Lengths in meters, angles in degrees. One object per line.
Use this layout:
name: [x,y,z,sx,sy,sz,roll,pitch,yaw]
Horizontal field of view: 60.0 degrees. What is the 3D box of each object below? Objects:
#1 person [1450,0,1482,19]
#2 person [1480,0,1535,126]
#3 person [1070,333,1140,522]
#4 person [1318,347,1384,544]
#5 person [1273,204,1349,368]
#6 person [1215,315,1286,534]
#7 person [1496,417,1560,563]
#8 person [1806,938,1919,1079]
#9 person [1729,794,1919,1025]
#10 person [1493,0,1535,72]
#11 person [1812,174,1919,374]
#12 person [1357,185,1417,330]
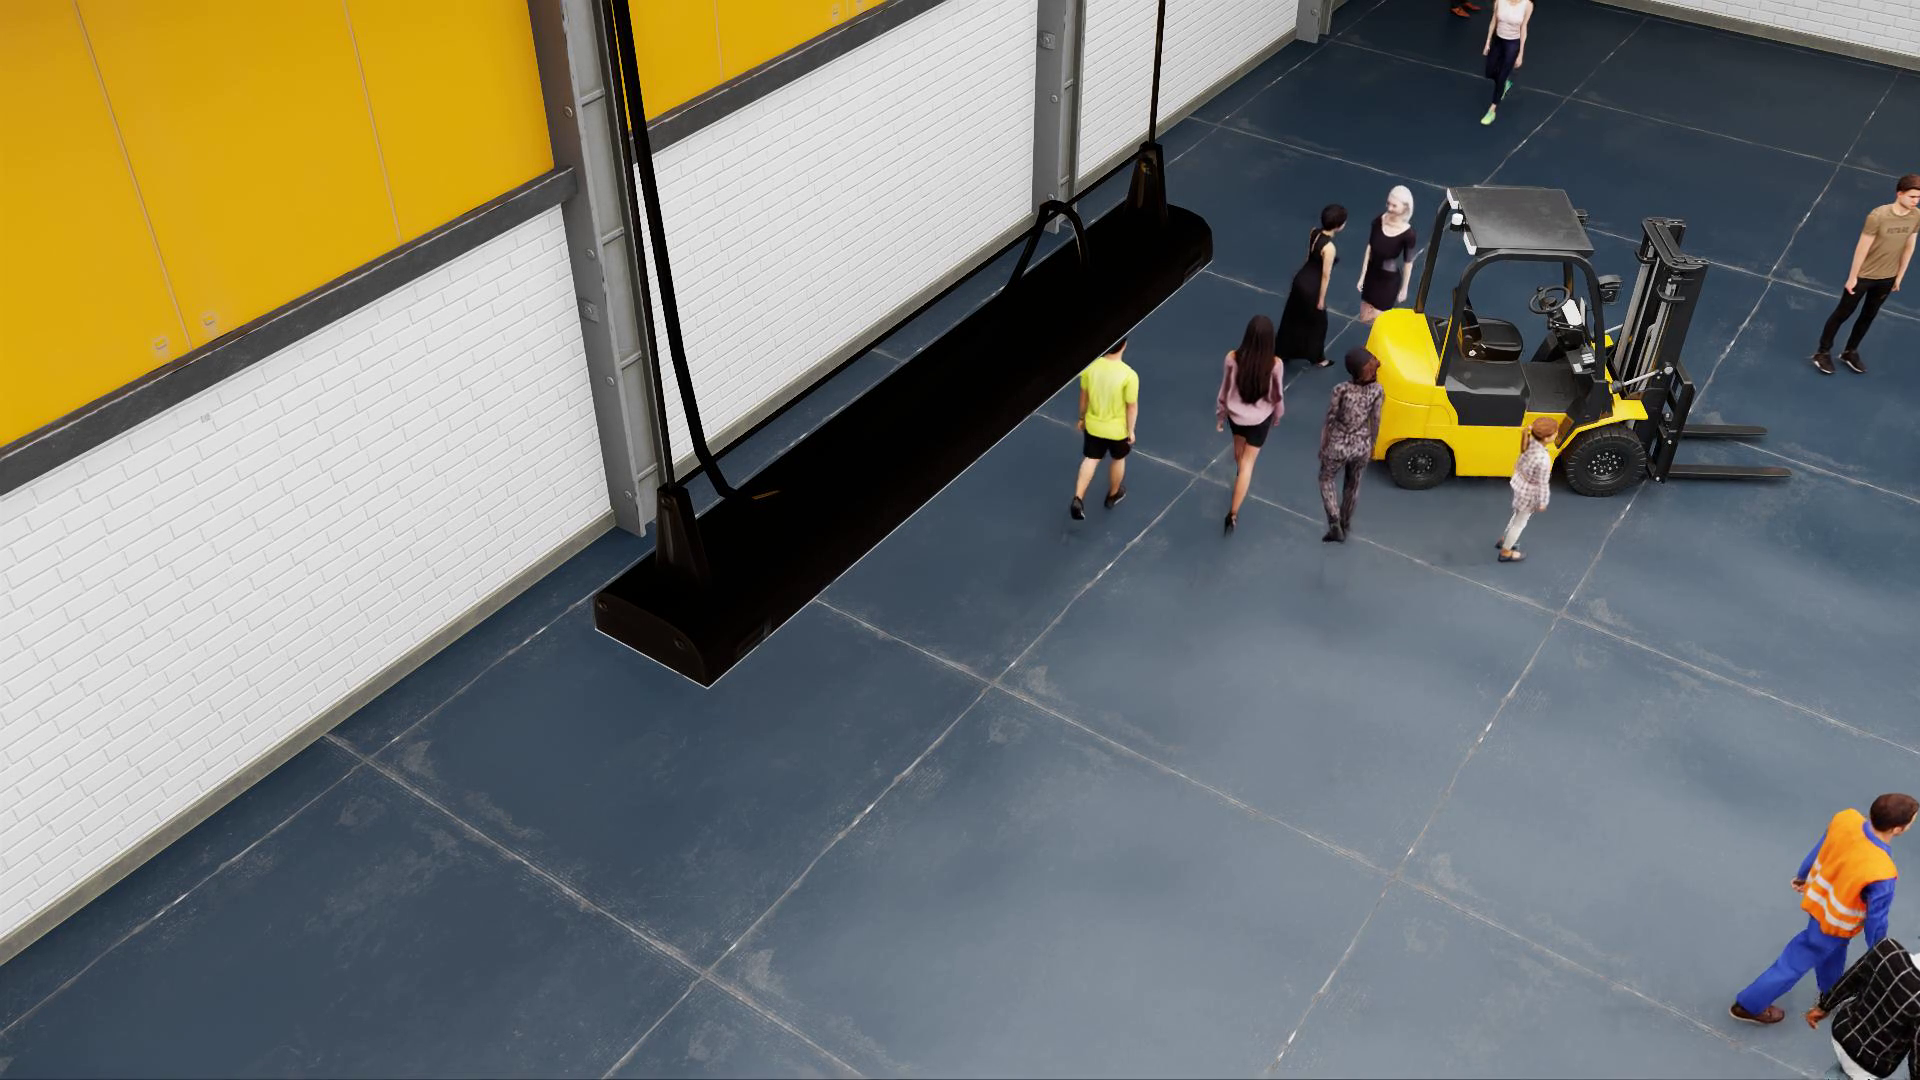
person: [6.468,-7.523,20.877,0.718,1.791,0.531,29,47,31]
person: [6.088,-5.469,18.390,0.695,1.685,0.890,30,47,32]
person: [1.095,-0.852,12.605,0.713,1.688,0.977,17,42,21]
person: [2.878,-0.637,12.318,0.792,1.712,0.853,-1,39,-1]
person: [2.963,-2.151,14.324,0.874,1.575,0.793,-14,41,-16]
person: [2.155,-0.821,12.500,0.839,1.771,1.139,13,40,15]
person: [4.132,-0.364,12.306,0.687,1.300,0.624,-5,39,-7]
person: [4.409,2.542,8.286,1.222,1.776,1.217,-4,39,-5]
person: [4.575,2.012,8.903,1.132,1.833,1.131,0,39,0]
person: [6.454,-6.389,19.405,0.812,1.855,0.840,0,39,0]
person: [7.845,-2.297,14.286,0.733,1.849,0.776,-3,39,-4]
person: [3.653,-2.217,14.216,1.019,1.813,0.719,-31,48,-33]
